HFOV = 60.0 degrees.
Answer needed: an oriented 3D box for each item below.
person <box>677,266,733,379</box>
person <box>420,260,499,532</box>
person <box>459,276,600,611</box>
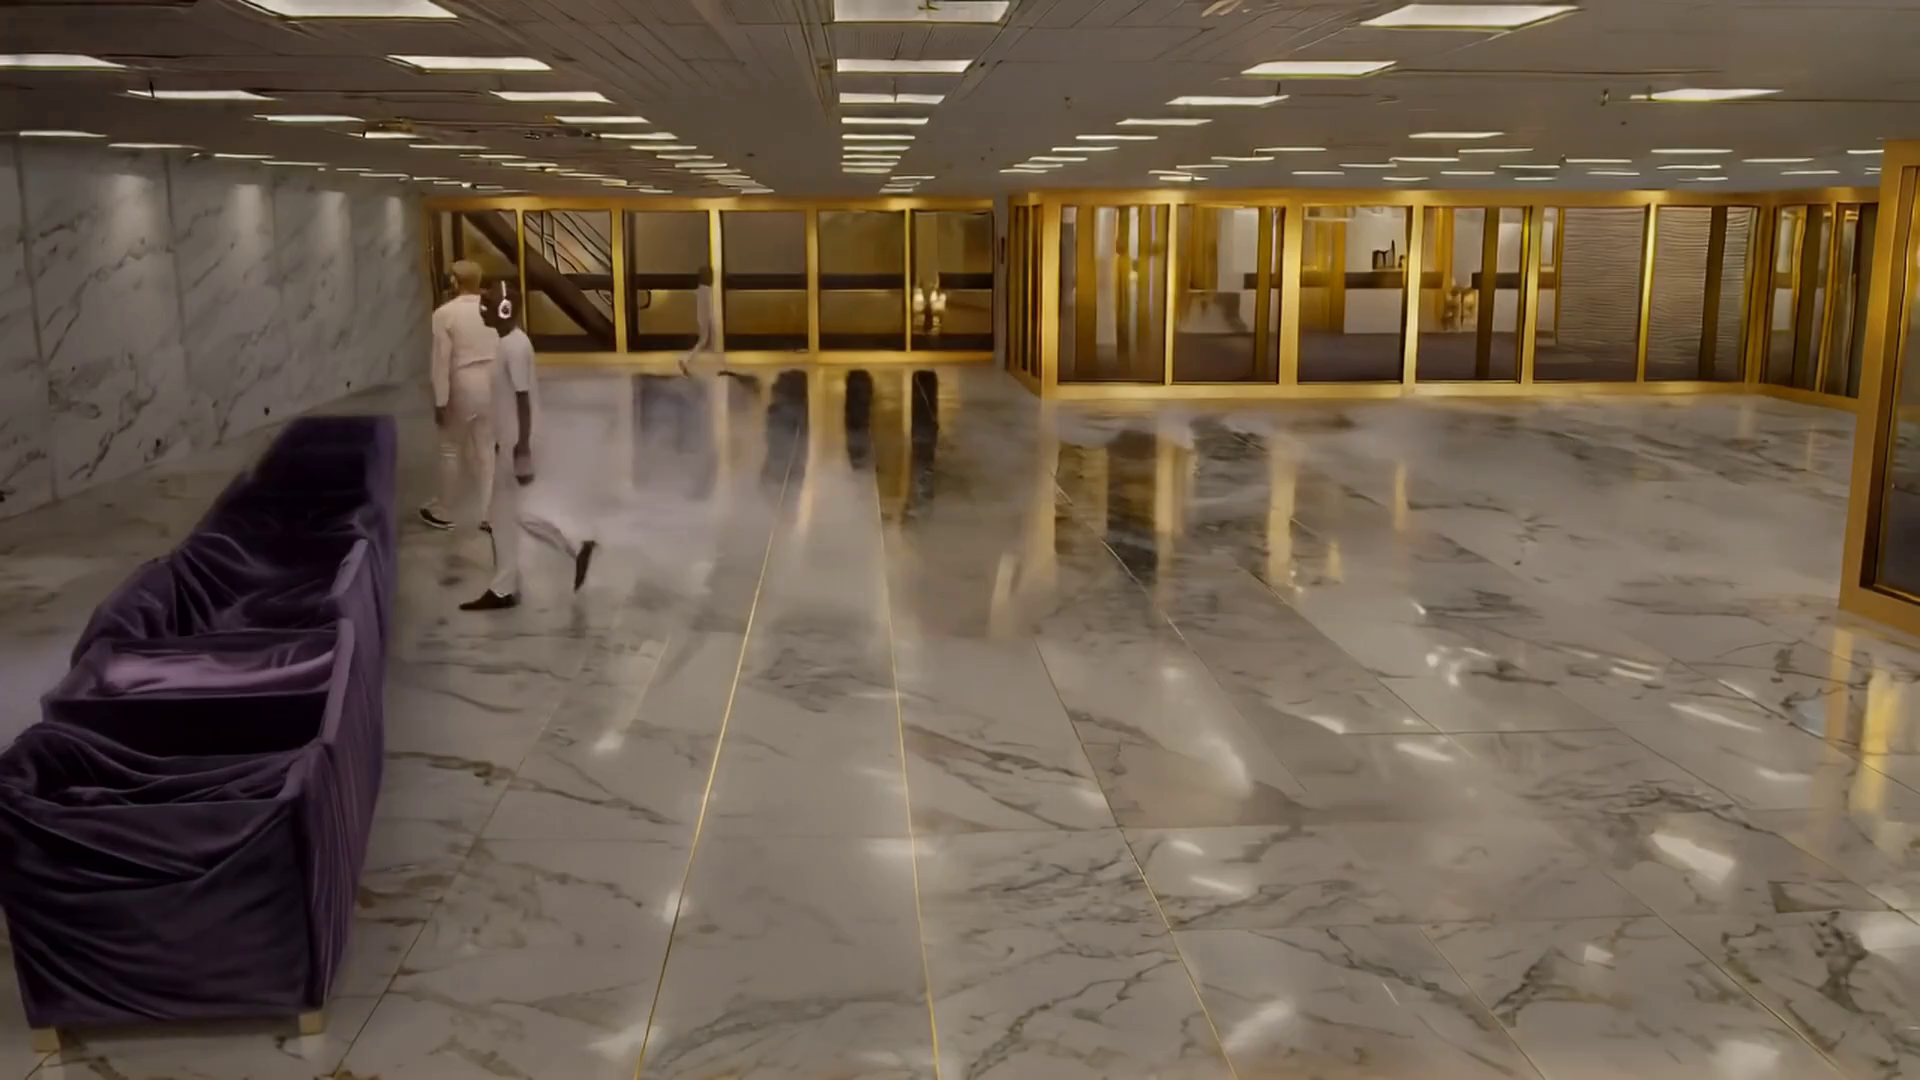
[{"bbox_3d":[-3.676,-3.109,23.782,0.817,1.598,0.499,-4,11,-21],"label":"person"},{"bbox_3d":[-3.488,-1.005,11.674,0.825,1.876,0.684,9,14,41],"label":"person"},{"bbox_3d":[-2.419,-0.529,9.196,0.701,1.856,0.524,-3,11,-17],"label":"person"}]
